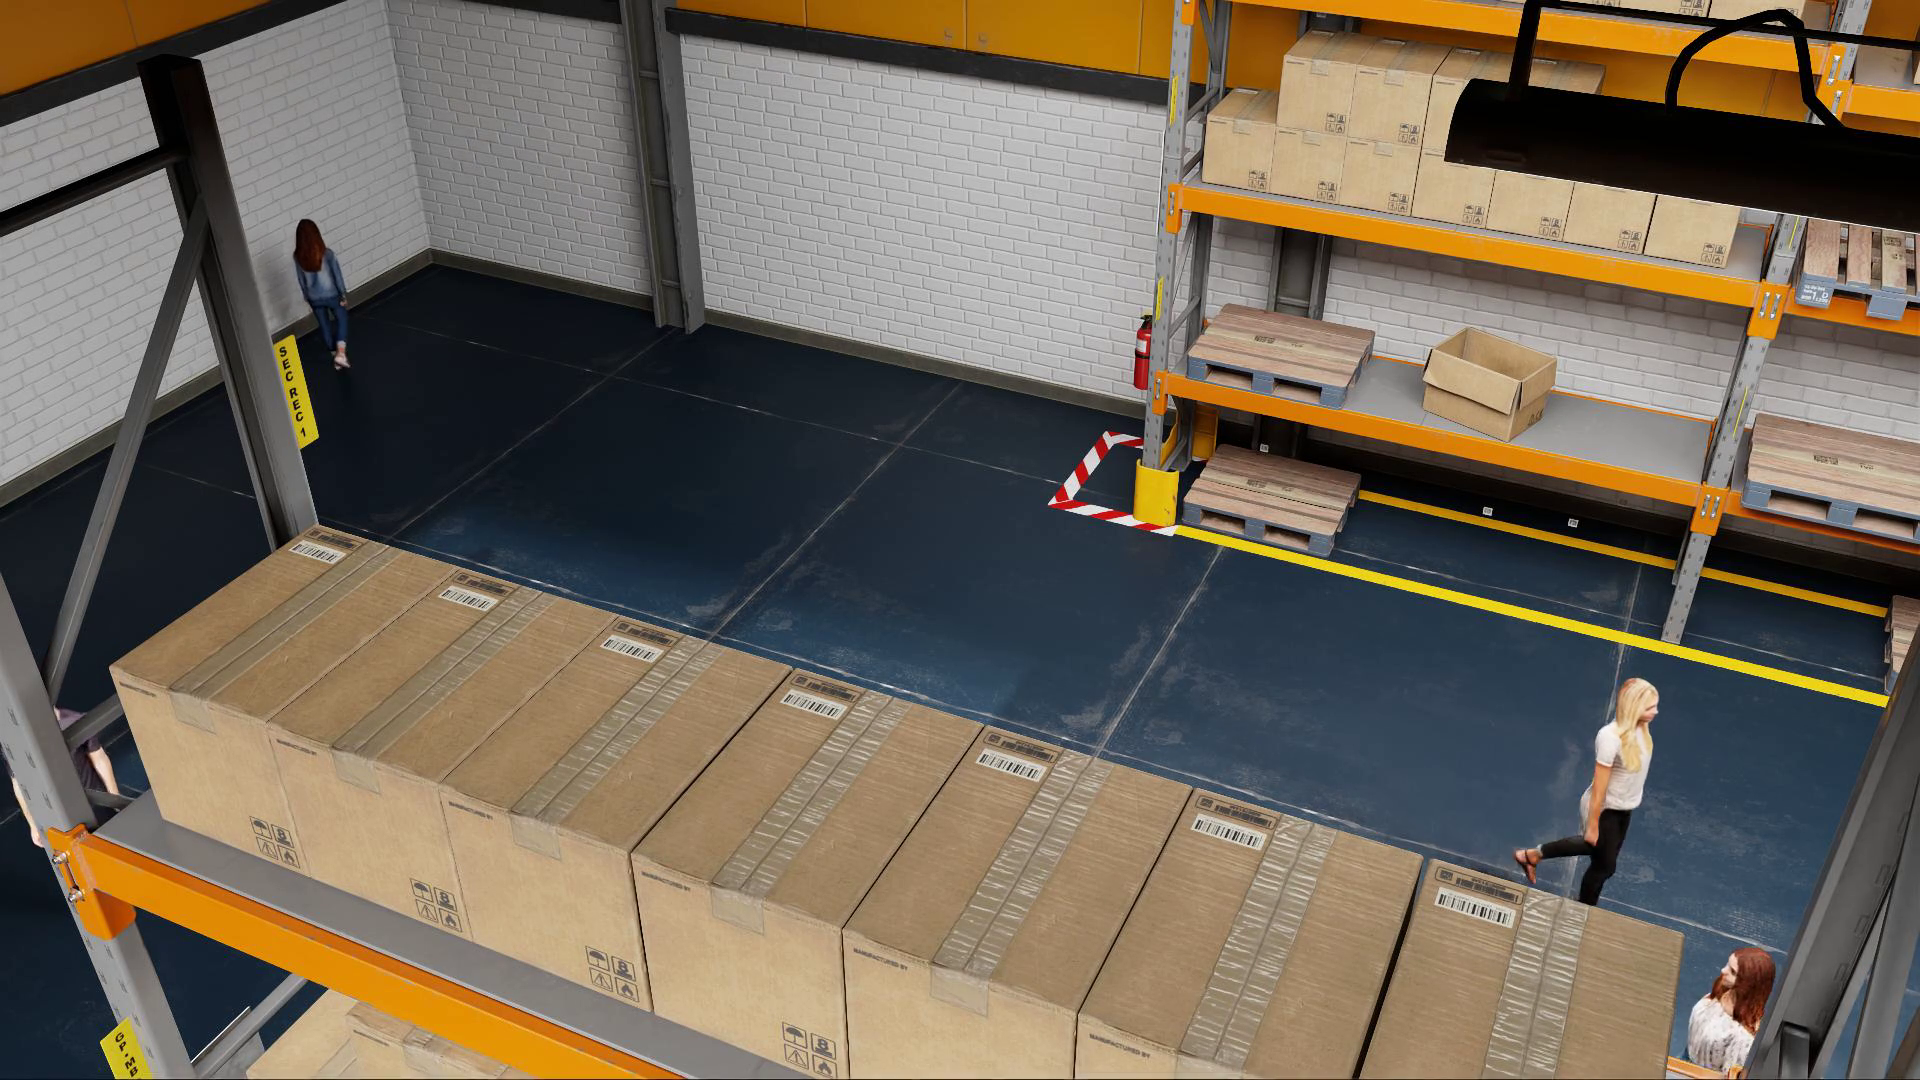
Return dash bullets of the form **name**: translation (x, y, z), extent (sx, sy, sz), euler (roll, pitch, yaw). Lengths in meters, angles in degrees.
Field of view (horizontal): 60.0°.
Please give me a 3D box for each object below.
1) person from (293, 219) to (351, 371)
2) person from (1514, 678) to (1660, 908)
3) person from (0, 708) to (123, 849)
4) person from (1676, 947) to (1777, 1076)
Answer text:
- **person**: translation (-5.776, -2.178, 15.051), extent (0.717, 1.467, 0.774), euler (-3, 34, -5)
- **person**: translation (3.517, 1.459, 9.269), extent (0.999, 1.810, 0.763), euler (25, 41, 32)
- **person**: translation (-4.990, 1.429, 9.364), extent (0.829, 1.754, 0.891), euler (-14, 36, -21)
- **person**: translation (3.564, 2.553, 7.735), extent (1.187, 1.686, 0.886), euler (2, 34, 3)
